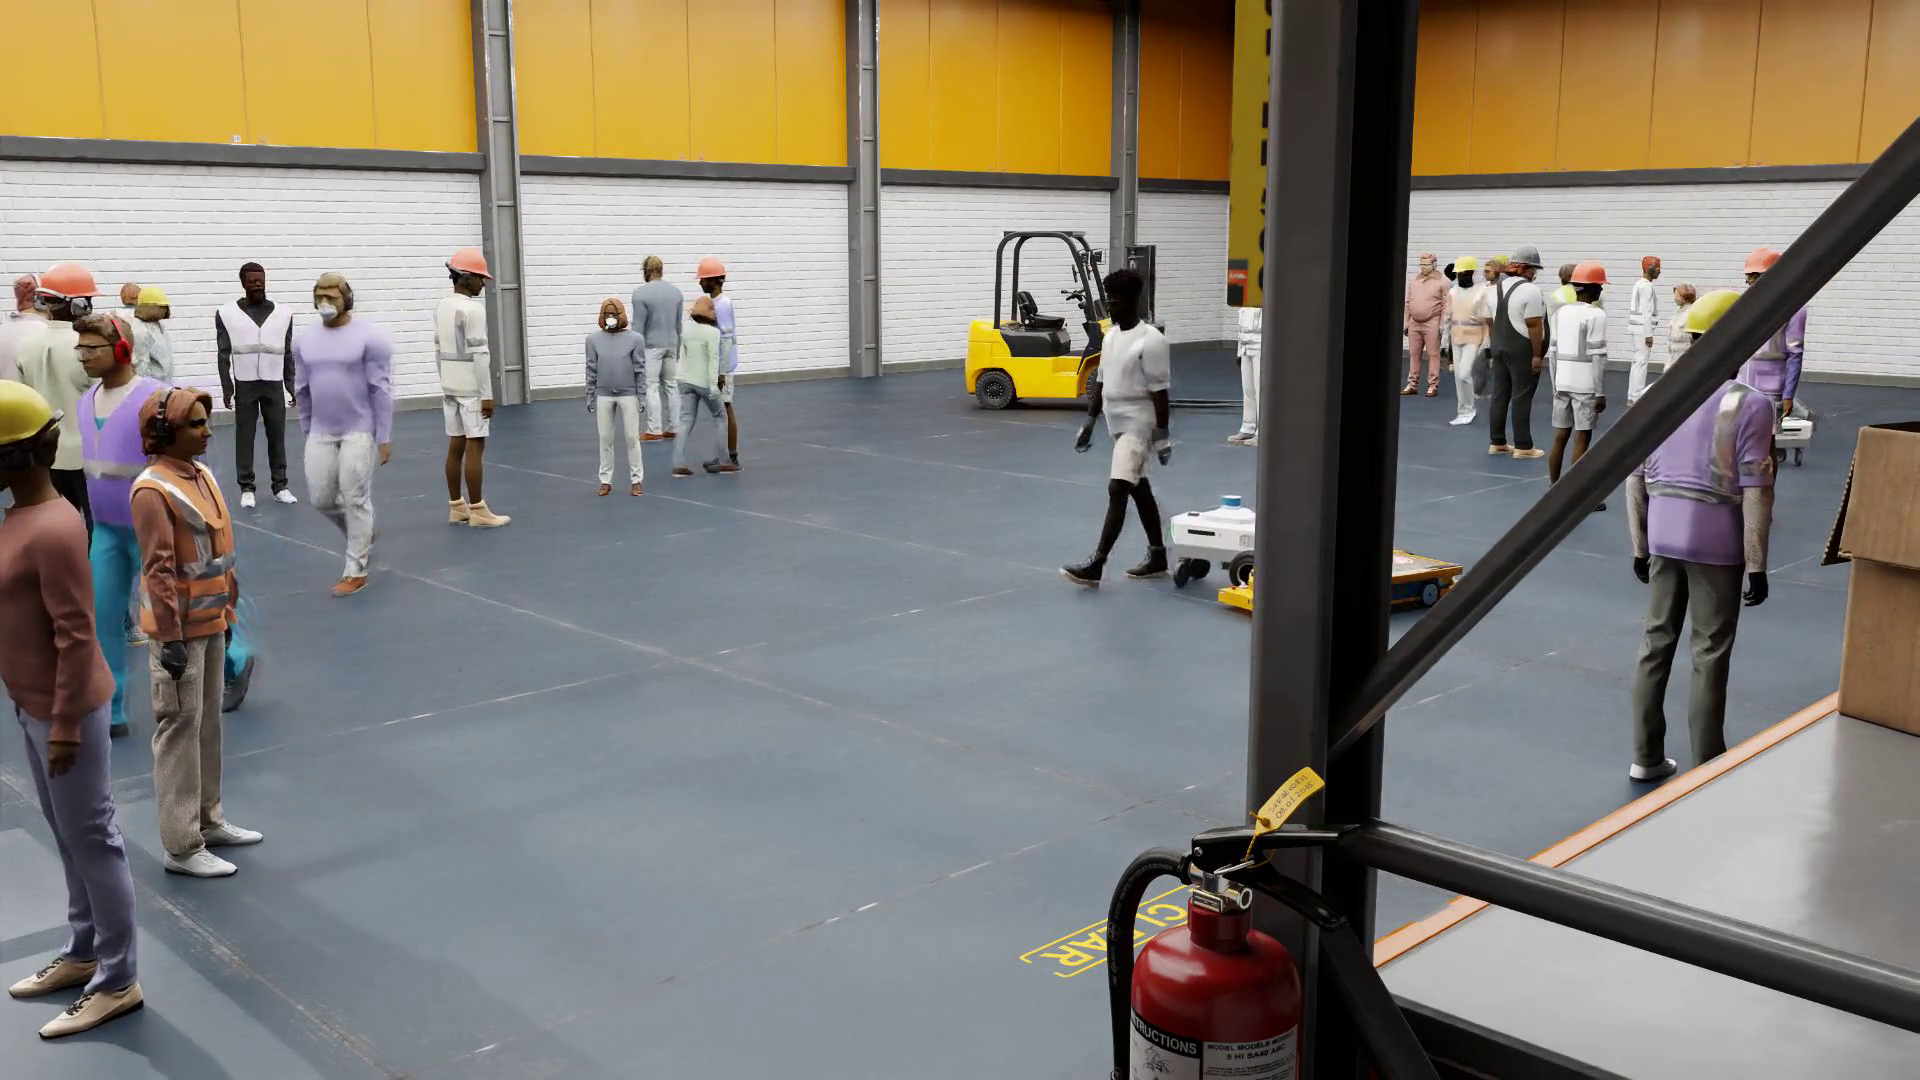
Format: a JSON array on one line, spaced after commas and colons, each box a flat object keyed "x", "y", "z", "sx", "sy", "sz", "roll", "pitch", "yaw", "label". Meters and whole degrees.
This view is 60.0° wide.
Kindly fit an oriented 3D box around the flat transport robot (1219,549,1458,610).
[{"x": 2.259, "y": 0.247, "z": 9.627, "sx": 1.431, "sy": 0.197, "sz": 0.652, "roll": -6, "pitch": 12, "yaw": -32, "label": "flat transport robot"}]

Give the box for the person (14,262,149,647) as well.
[{"x": -4.523, "y": -0.420, "z": 8.557, "sx": 0.612, "sy": 1.995, "sz": 0.392, "roll": 3, "pitch": 11, "yaw": 16, "label": "person"}]

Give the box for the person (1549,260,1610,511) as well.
[{"x": 4.823, "y": -1.194, "z": 12.934, "sx": 0.370, "sy": 1.939, "sz": 0.543, "roll": -4, "pitch": 11, "yaw": -21, "label": "person"}]

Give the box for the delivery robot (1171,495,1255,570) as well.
[{"x": 1.647, "y": -0.027, "z": 10.092, "sx": 0.707, "sy": 0.478, "sz": 0.477, "roll": 7, "pitch": 13, "yaw": 34, "label": "delivery robot"}]

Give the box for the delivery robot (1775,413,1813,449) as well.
[{"x": 7.519, "y": -1.010, "z": 15.451, "sx": 0.707, "sy": 0.478, "sz": 0.477, "roll": -1, "pitch": 11, "yaw": -5, "label": "delivery robot"}]

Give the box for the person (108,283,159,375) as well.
[{"x": -8.538, "y": -1.837, "z": 17.261, "sx": 0.522, "sy": 1.637, "sz": 0.305, "roll": -3, "pitch": 11, "yaw": -16, "label": "person"}]

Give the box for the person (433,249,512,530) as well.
[{"x": -3.578, "y": -1.097, "z": 12.150, "sx": 0.404, "sy": 2.033, "sz": 0.608, "roll": -10, "pitch": 14, "yaw": -43, "label": "person"}]

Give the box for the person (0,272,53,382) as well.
[{"x": -5.596, "y": -0.675, "z": 10.197, "sx": 0.652, "sy": 1.909, "sz": 0.401, "roll": 7, "pitch": 13, "yaw": 34, "label": "person"}]

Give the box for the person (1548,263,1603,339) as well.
[{"x": 7.117, "y": -2.286, "z": 19.241, "sx": 0.652, "sy": 1.814, "sz": 0.632, "roll": 1, "pitch": 10, "yaw": 6, "label": "person"}]

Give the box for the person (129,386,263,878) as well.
[{"x": -2.587, "y": 0.302, "z": 5.591, "sx": 0.306, "sy": 1.639, "sz": 0.523, "roll": -1, "pitch": 10, "yaw": -7, "label": "person"}]

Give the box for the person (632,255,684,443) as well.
[{"x": -3.116, "y": -1.971, "z": 17.207, "sx": 0.374, "sy": 1.930, "sz": 0.628, "roll": 9, "pitch": 13, "yaw": 39, "label": "person"}]

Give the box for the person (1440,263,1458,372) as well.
[{"x": 7.659, "y": -3.481, "z": 26.064, "sx": 0.317, "sy": 1.695, "sz": 0.540, "roll": -10, "pitch": 14, "yaw": -43, "label": "person"}]

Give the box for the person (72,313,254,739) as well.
[{"x": -3.481, "y": -0.063, "z": 7.117, "sx": 0.586, "sy": 1.818, "sz": 0.808, "roll": 5, "pitch": 11, "yaw": 25, "label": "person"}]

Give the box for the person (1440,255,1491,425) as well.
[{"x": 5.633, "y": -2.220, "z": 18.596, "sx": 0.477, "sy": 1.906, "sz": 0.625, "roll": -7, "pitch": 12, "yaw": -33, "label": "person"}]

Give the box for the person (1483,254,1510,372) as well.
[{"x": 8.421, "y": -3.528, "z": 25.937, "sx": 0.586, "sy": 1.837, "sz": 0.403, "roll": 1, "pitch": 10, "yaw": 5, "label": "person"}]

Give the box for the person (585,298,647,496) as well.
[{"x": -2.816, "y": -1.168, "z": 13.648, "sx": 0.502, "sy": 1.627, "sz": 0.277, "roll": 0, "pitch": 10, "yaw": 0, "label": "person"}]

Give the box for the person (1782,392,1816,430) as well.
[{"x": 8.251, "y": -1.898, "z": 16.841, "sx": 0.764, "sy": 1.913, "sz": 0.638, "roll": 1, "pitch": 10, "yaw": 5, "label": "person"}]

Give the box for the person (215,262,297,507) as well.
[{"x": -5.558, "y": -1.232, "z": 13.189, "sx": 0.593, "sy": 1.922, "sz": 0.391, "roll": -8, "pitch": 13, "yaw": -37, "label": "person"}]

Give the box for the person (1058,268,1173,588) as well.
[{"x": 0.945, "y": -0.677, "z": 10.148, "sx": 0.900, "sy": 1.925, "sz": 0.612, "roll": -4, "pitch": 11, "yaw": -20, "label": "person"}]

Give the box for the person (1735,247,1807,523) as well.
[{"x": 5.859, "y": -1.123, "z": 12.263, "sx": 0.377, "sy": 2.044, "sz": 0.608, "roll": -9, "pitch": 14, "yaw": -41, "label": "person"}]

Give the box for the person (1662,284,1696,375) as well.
[{"x": 7.922, "y": -1.975, "z": 18.079, "sx": 0.733, "sy": 1.610, "sz": 0.510, "roll": -1, "pitch": 10, "yaw": -7, "label": "person"}]

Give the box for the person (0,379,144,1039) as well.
[{"x": -2.453, "y": 0.449, "z": 4.466, "sx": 0.328, "sy": 1.762, "sz": 0.523, "roll": -8, "pitch": 13, "yaw": -38, "label": "person"}]

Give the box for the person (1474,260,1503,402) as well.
[{"x": 6.744, "y": -2.674, "z": 21.367, "sx": 0.864, "sy": 1.811, "sz": 0.538, "roll": -1, "pitch": 10, "yaw": -6, "label": "person"}]

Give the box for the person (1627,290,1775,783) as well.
[{"x": 2.818, "y": 0.020, "z": 6.343, "sx": 0.372, "sy": 1.928, "sz": 0.584, "roll": -6, "pitch": 12, "yaw": -31, "label": "person"}]

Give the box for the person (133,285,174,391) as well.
[{"x": -6.486, "y": -1.190, "z": 13.460, "sx": 0.337, "sy": 1.744, "sz": 0.492, "roll": -1, "pitch": 10, "yaw": -6, "label": "person"}]

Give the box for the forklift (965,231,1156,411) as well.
[{"x": 1.222, "y": -2.721, "z": 20.561, "sx": 2.313, "sy": 2.155, "sz": 1.214, "roll": 2, "pitch": 11, "yaw": 13, "label": "forklift"}]

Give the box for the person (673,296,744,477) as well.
[{"x": -2.256, "y": -1.361, "z": 14.794, "sx": 0.550, "sy": 1.587, "sz": 0.756, "roll": 9, "pitch": 14, "yaw": 40, "label": "person"}]

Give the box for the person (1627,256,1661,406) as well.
[{"x": 8.493, "y": -2.571, "z": 20.615, "sx": 0.384, "sy": 1.880, "sz": 0.576, "roll": 2, "pitch": 11, "yaw": 13, "label": "person"}]

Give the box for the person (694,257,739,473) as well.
[{"x": -2.187, "y": -1.567, "z": 14.977, "sx": 0.373, "sy": 1.934, "sz": 0.549, "roll": -2, "pitch": 11, "yaw": -11, "label": "person"}]

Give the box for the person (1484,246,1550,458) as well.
[{"x": 5.418, "y": -1.818, "z": 16.056, "sx": 0.536, "sy": 2.000, "sz": 0.672, "roll": -4, "pitch": 11, "yaw": -22, "label": "person"}]

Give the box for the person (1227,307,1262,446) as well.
[{"x": 3.000, "y": -1.902, "z": 16.949, "sx": 0.356, "sy": 1.883, "sz": 0.574, "roll": -4, "pitch": 11, "yaw": -23, "label": "person"}]

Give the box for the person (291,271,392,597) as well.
[{"x": -3.662, "y": -0.641, "z": 9.968, "sx": 0.632, "sy": 1.923, "sz": 0.584, "roll": 1, "pitch": 10, "yaw": 7, "label": "person"}]

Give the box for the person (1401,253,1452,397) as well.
[{"x": 6.176, "y": -2.855, "z": 22.095, "sx": 0.638, "sy": 1.902, "sz": 0.409, "roll": 10, "pitch": 14, "yaw": 43, "label": "person"}]
